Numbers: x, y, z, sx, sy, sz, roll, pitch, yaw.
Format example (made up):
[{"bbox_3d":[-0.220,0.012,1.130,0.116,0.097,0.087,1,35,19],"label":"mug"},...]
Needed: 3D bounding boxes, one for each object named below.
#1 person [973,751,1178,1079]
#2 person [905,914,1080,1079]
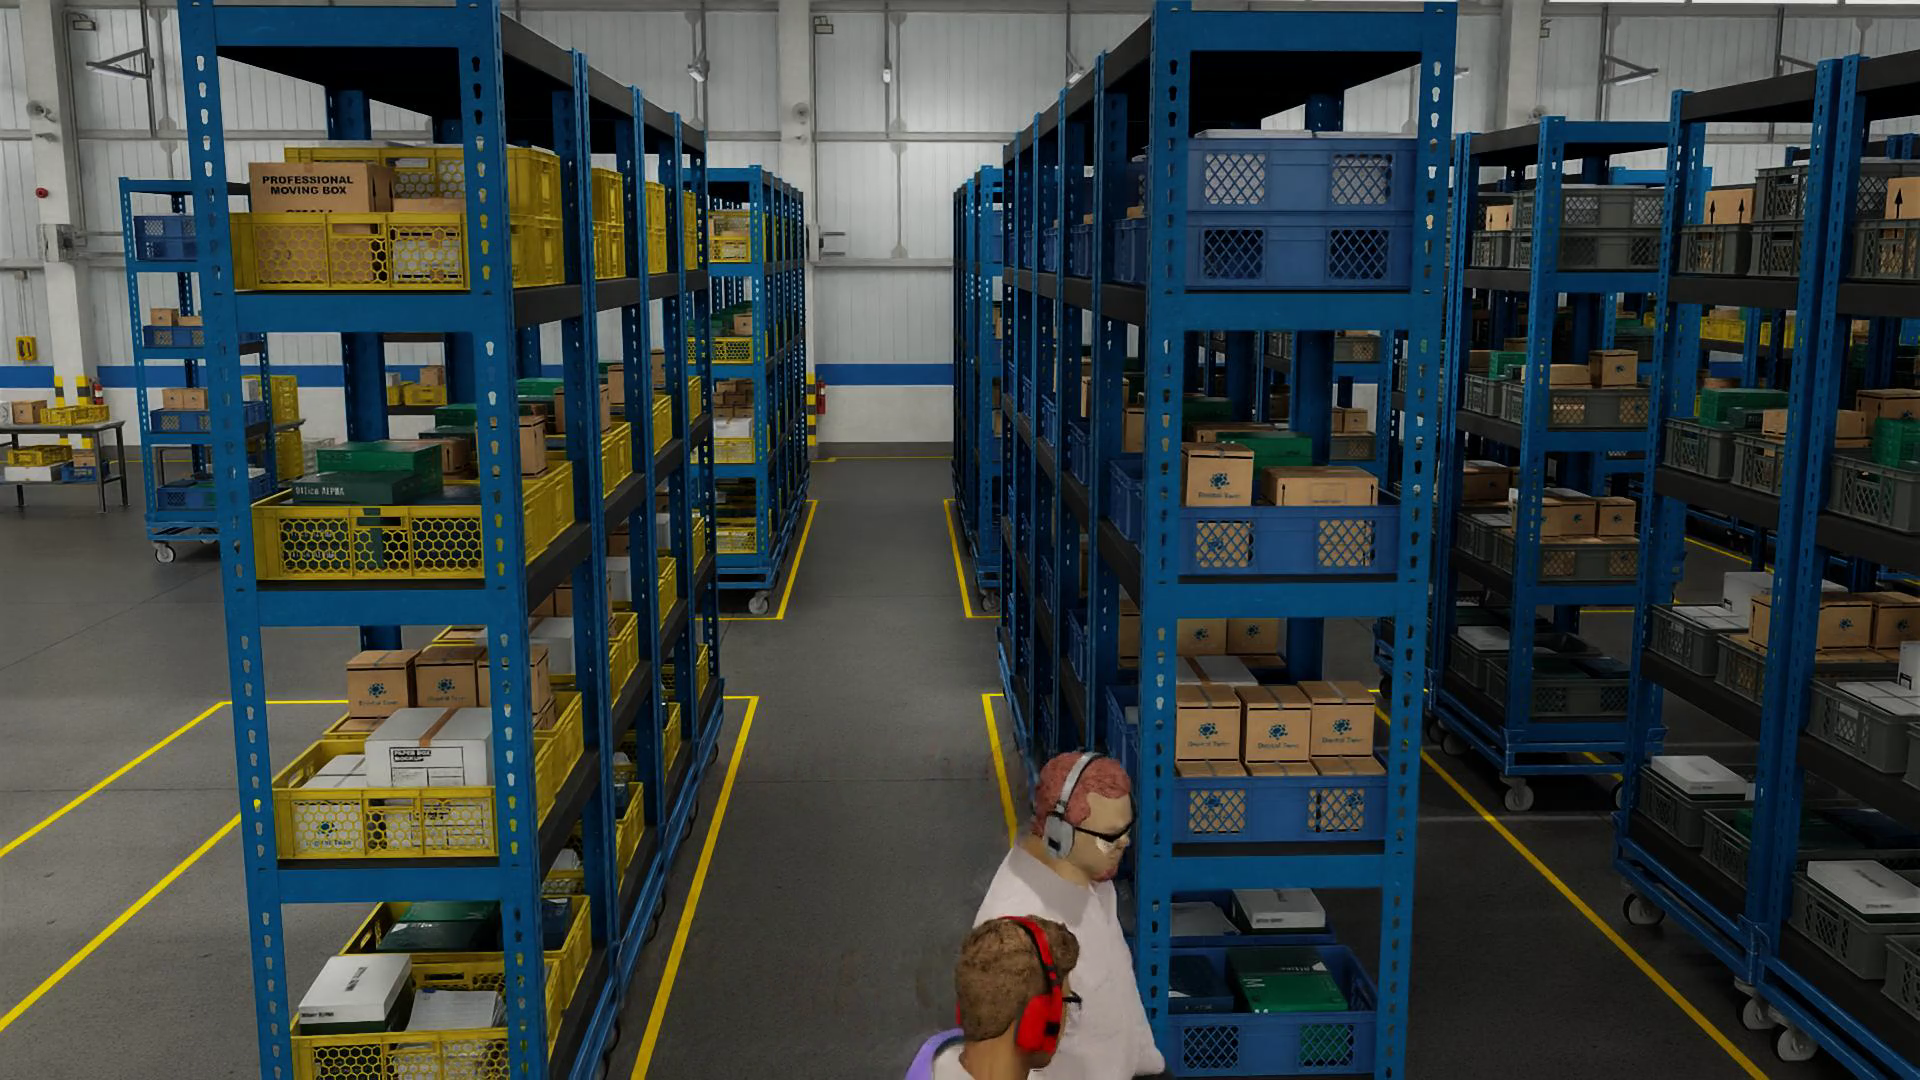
[{"bbox_3d":[0.275,1.369,3.955,1.022,1.833,0.653,1,10,8],"label":"person"},{"bbox_3d":[-0.036,1.553,2.985,0.742,1.815,0.576,-3,10,-14],"label":"person"}]
